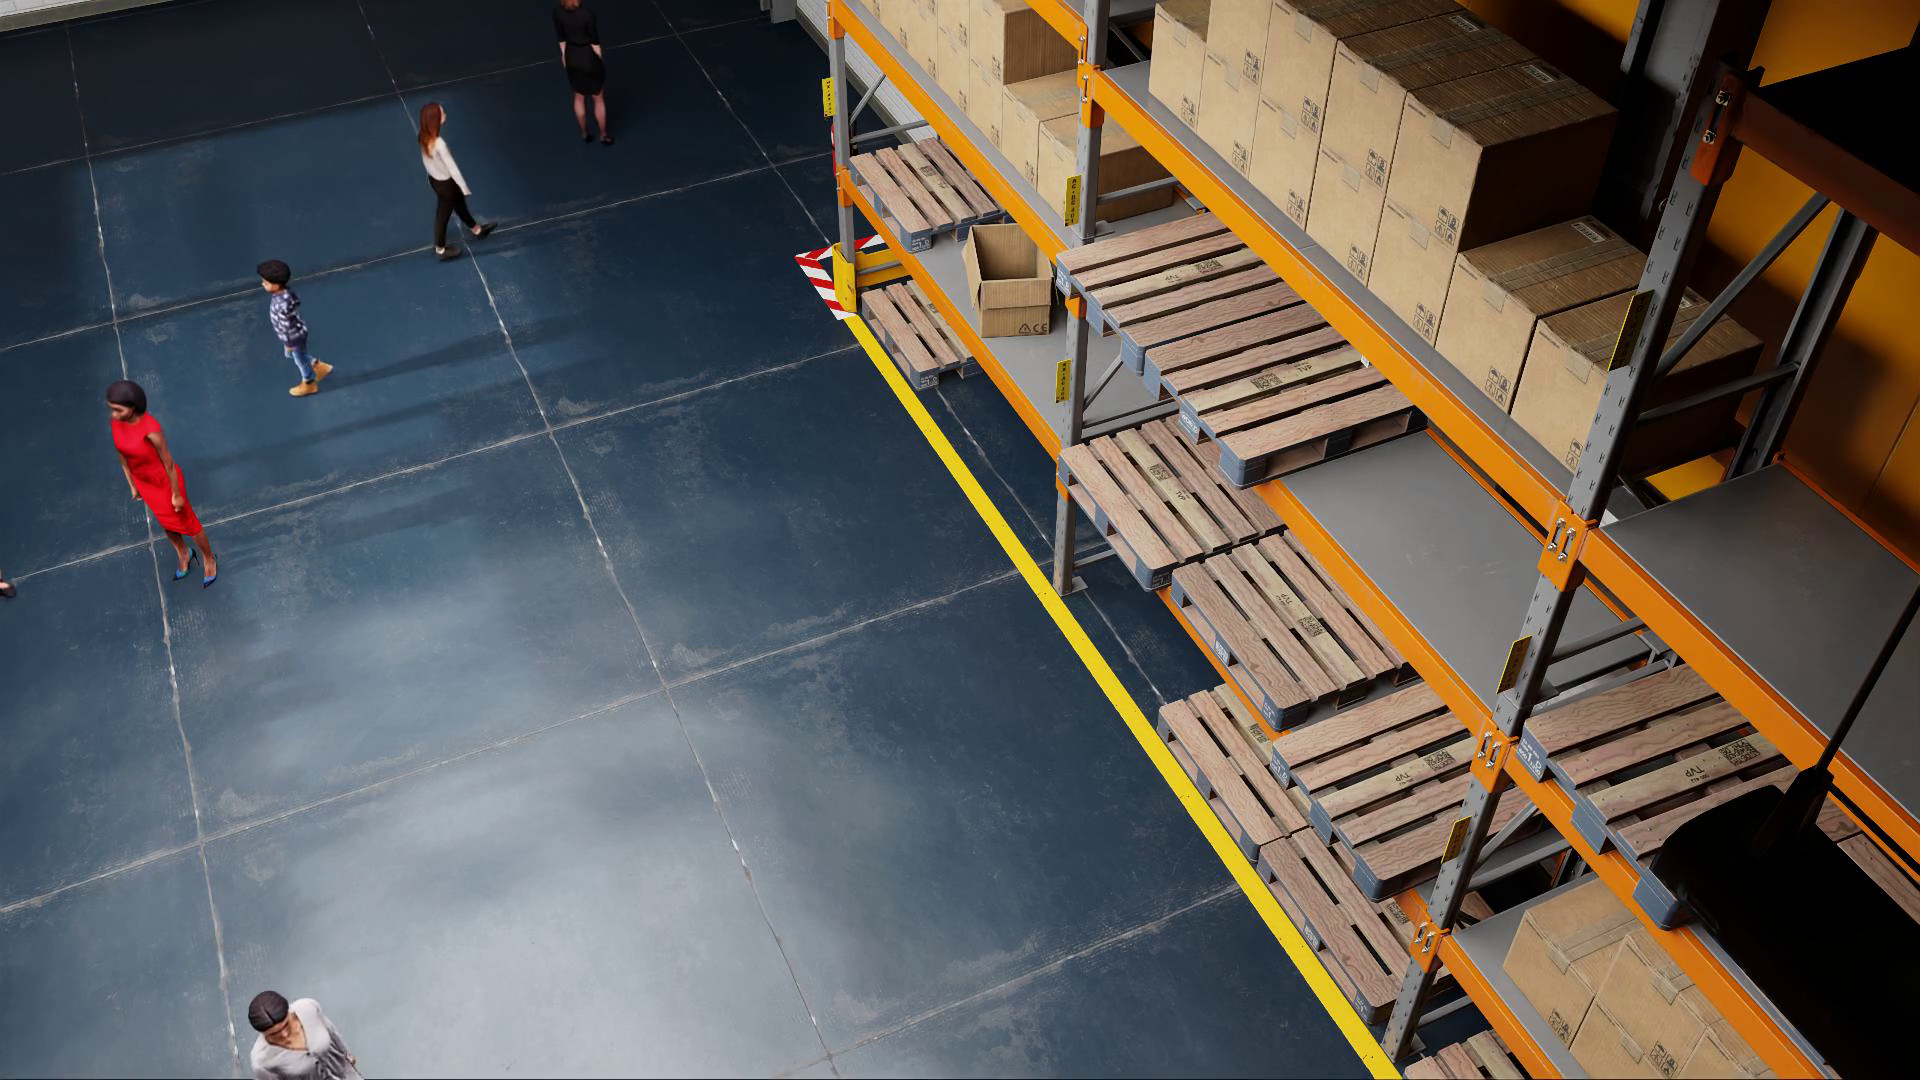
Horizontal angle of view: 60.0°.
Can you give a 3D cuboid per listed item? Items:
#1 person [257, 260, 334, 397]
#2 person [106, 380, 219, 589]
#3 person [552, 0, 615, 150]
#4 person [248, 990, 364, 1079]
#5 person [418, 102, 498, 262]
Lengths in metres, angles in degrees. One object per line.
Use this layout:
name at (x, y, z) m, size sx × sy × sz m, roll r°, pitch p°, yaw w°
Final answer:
person at (-5.245, -1.682, 13.157) m, size 0.568 × 1.245 × 0.531 m, roll -16°, pitch 46°, yaw -16°
person at (-5.495, -0.386, 11.433) m, size 0.632 × 1.746 × 0.689 m, roll 13°, pitch 45°, yaw 14°
person at (-3.590, -4.530, 15.814) m, size 0.657 × 1.703 × 0.698 m, roll 11°, pitch 45°, yaw 12°
person at (-3.254, 2.675, 8.217) m, size 0.918 × 1.751 × 0.847 m, roll 19°, pitch 47°, yaw 18°
person at (-4.563, -3.079, 14.470) m, size 0.751 × 1.456 × 0.863 m, roll -29°, pitch 51°, yaw -27°
